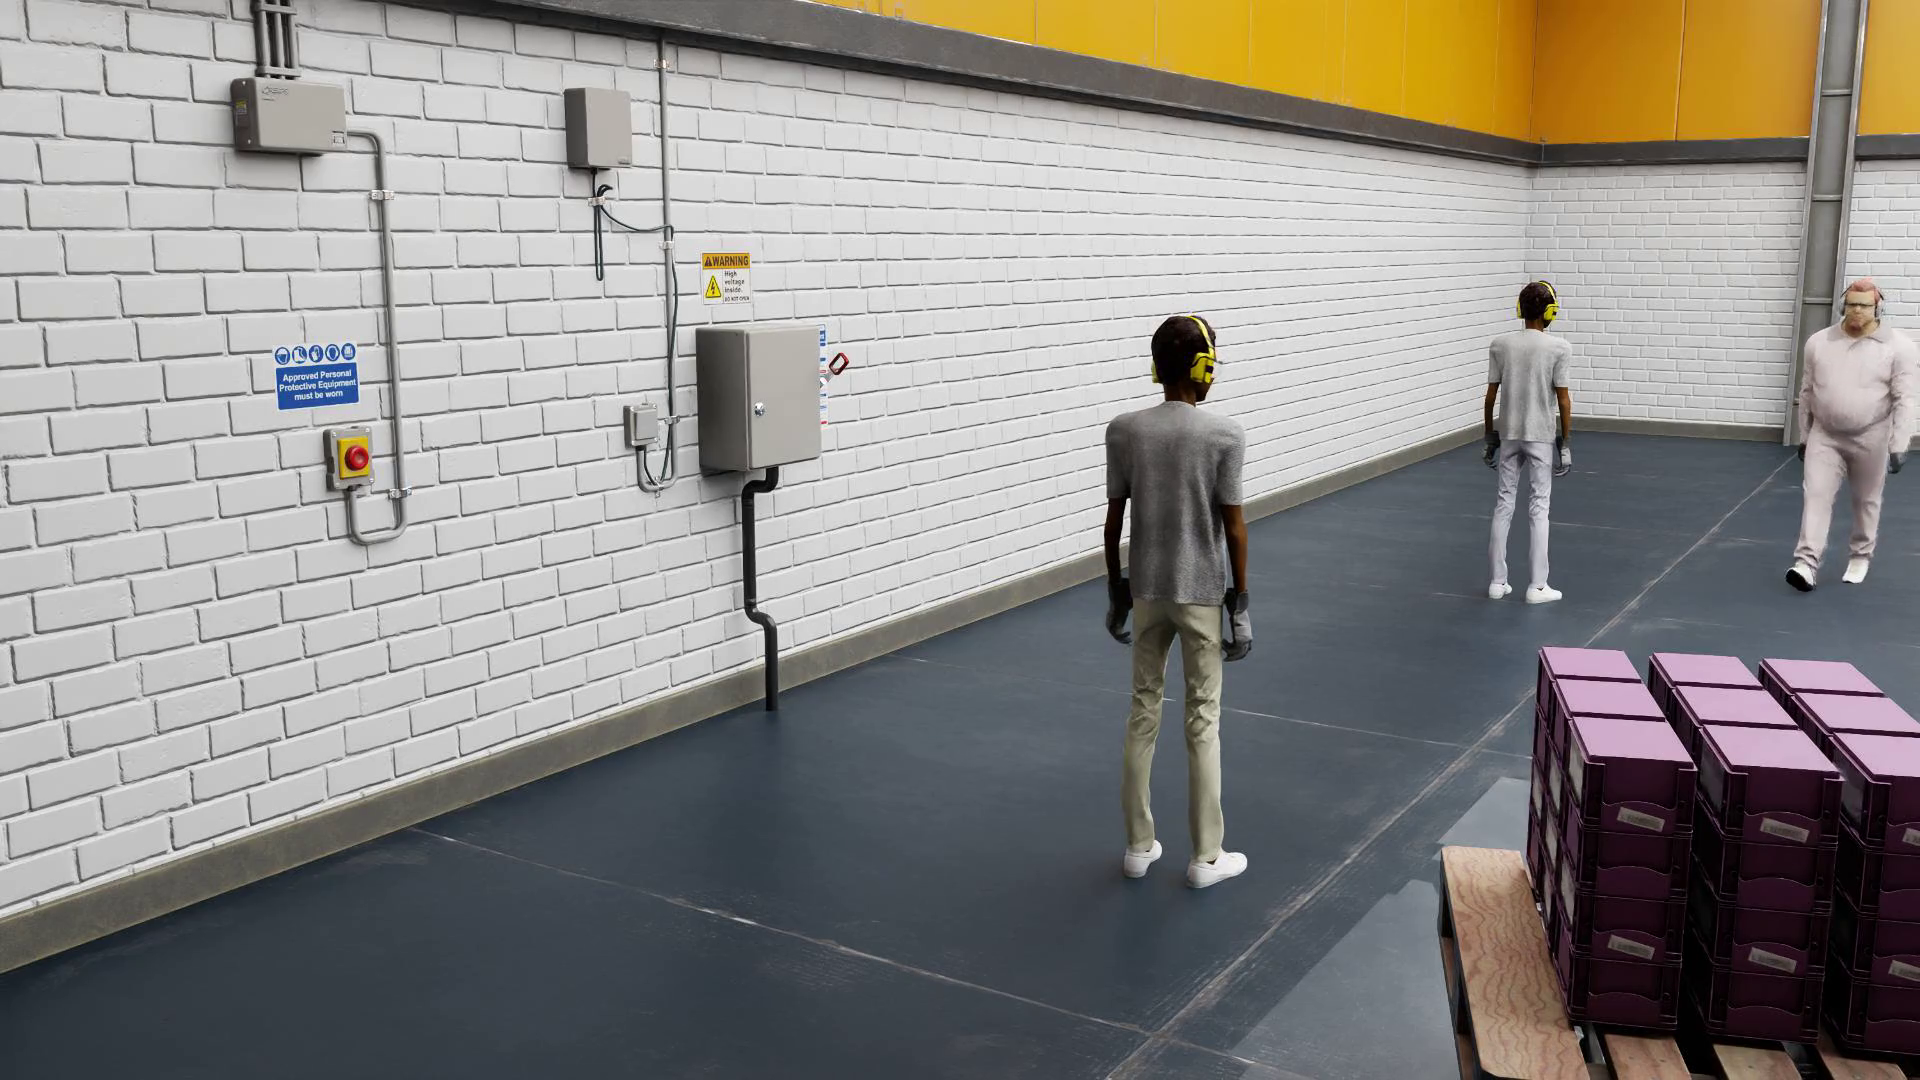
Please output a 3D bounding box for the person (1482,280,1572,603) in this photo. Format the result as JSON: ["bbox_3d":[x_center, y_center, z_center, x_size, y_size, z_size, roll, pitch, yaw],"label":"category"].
[{"bbox_3d":[3.303,-0.565,9.691,0.530,1.864,0.311,9,13,40],"label":"person"}]

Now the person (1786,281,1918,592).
[{"bbox_3d":[5.322,-0.608,9.949,0.663,1.852,1.038,9,14,41],"label":"person"}]

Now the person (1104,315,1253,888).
[{"bbox_3d":[0.713,0.206,5.435,0.517,1.860,0.328,6,12,29],"label":"person"}]
